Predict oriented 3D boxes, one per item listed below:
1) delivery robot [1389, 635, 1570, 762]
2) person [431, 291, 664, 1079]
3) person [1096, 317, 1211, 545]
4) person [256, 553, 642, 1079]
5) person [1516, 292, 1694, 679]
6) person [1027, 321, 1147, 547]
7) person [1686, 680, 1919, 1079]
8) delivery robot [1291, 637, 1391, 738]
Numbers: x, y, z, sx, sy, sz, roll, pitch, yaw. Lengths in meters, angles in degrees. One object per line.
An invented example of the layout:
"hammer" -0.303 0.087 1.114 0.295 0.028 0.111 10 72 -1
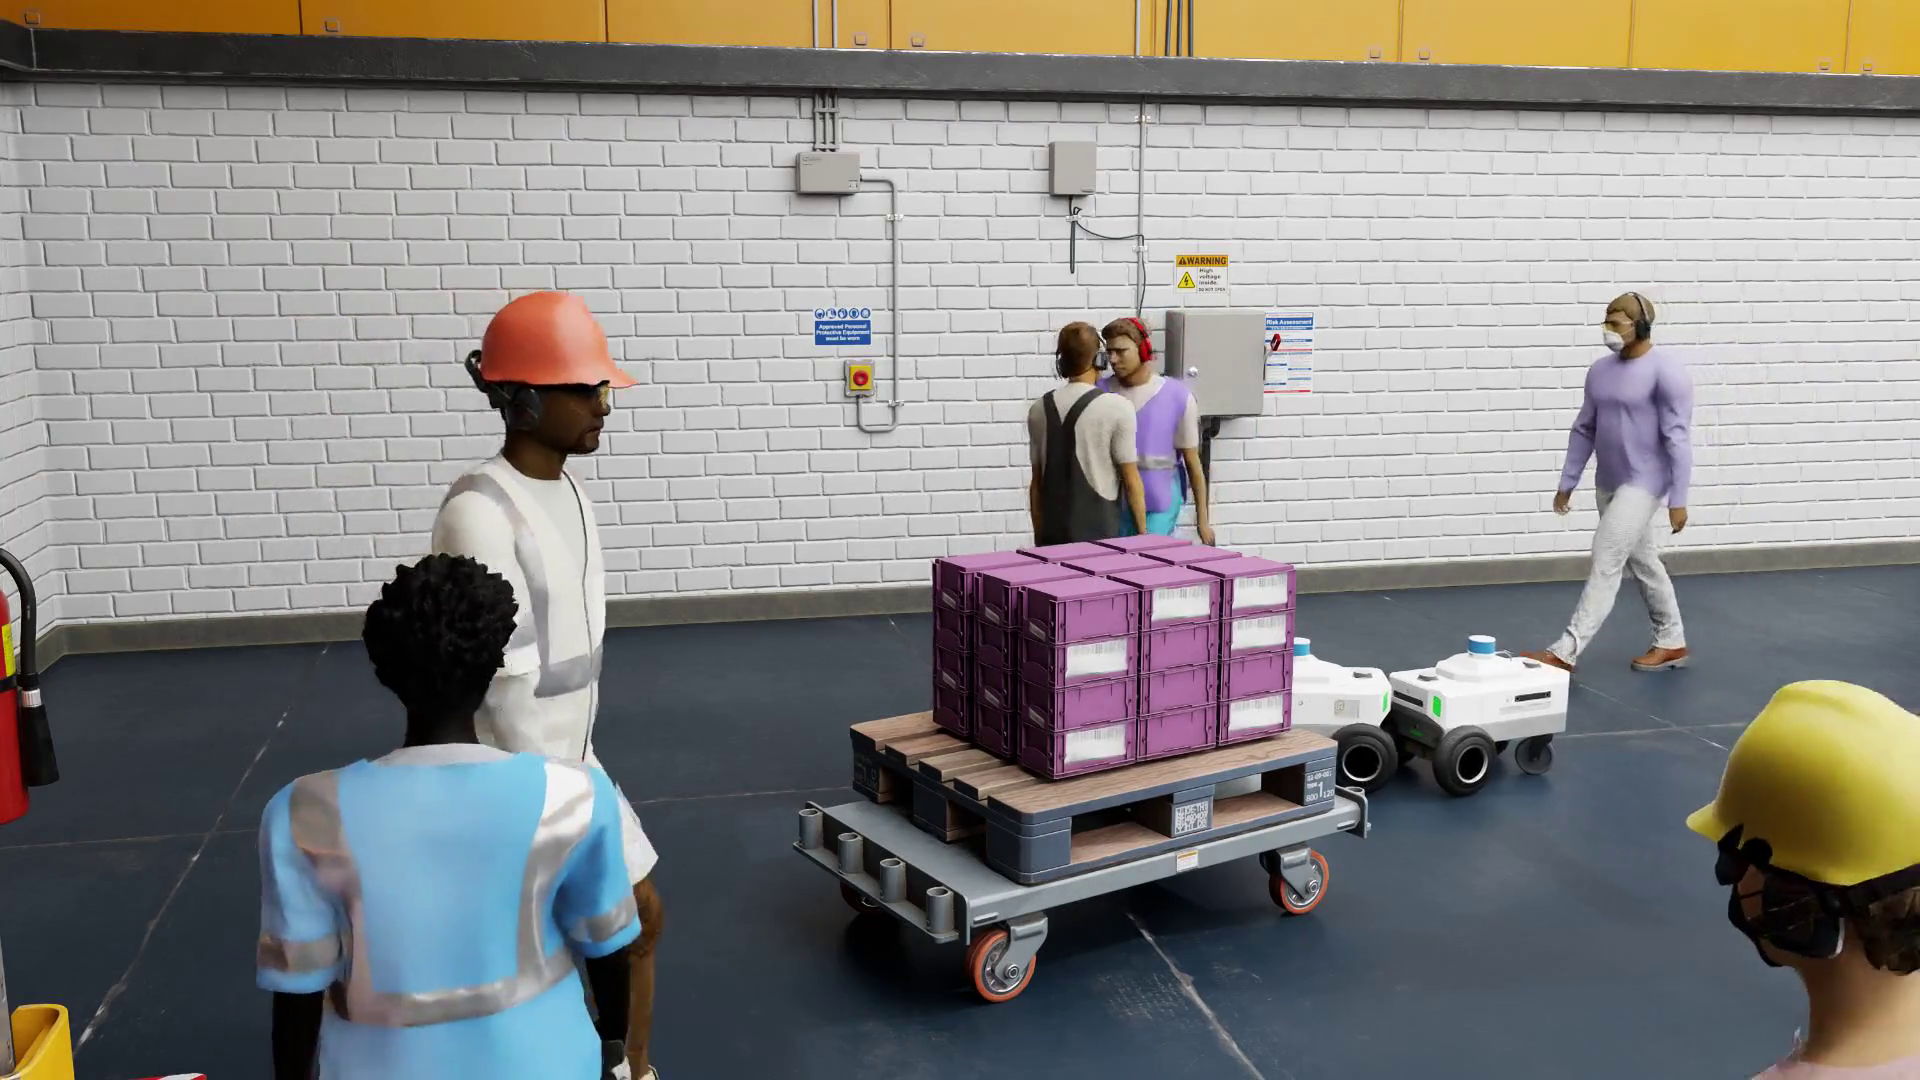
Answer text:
"delivery robot" 2.070 0.624 6.629 0.707 0.478 0.477 -4 11 -23
"person" -0.819 0.492 3.550 0.802 2.014 0.609 2 10 13
"person" 0.866 -0.151 7.778 0.611 1.796 0.921 6 12 32
"person" -0.782 0.833 2.645 0.545 1.661 0.771 -3 11 -14
"person" 3.185 -0.250 8.067 1.030 1.882 0.653 -3 11 -14
"person" 0.469 0.016 6.815 0.543 1.814 0.776 9 14 41
"person" 0.813 0.985 1.666 0.556 1.717 0.913 -5 12 -28
"delivery robot" 1.328 0.630 6.597 0.707 0.478 0.477 1 10 5
